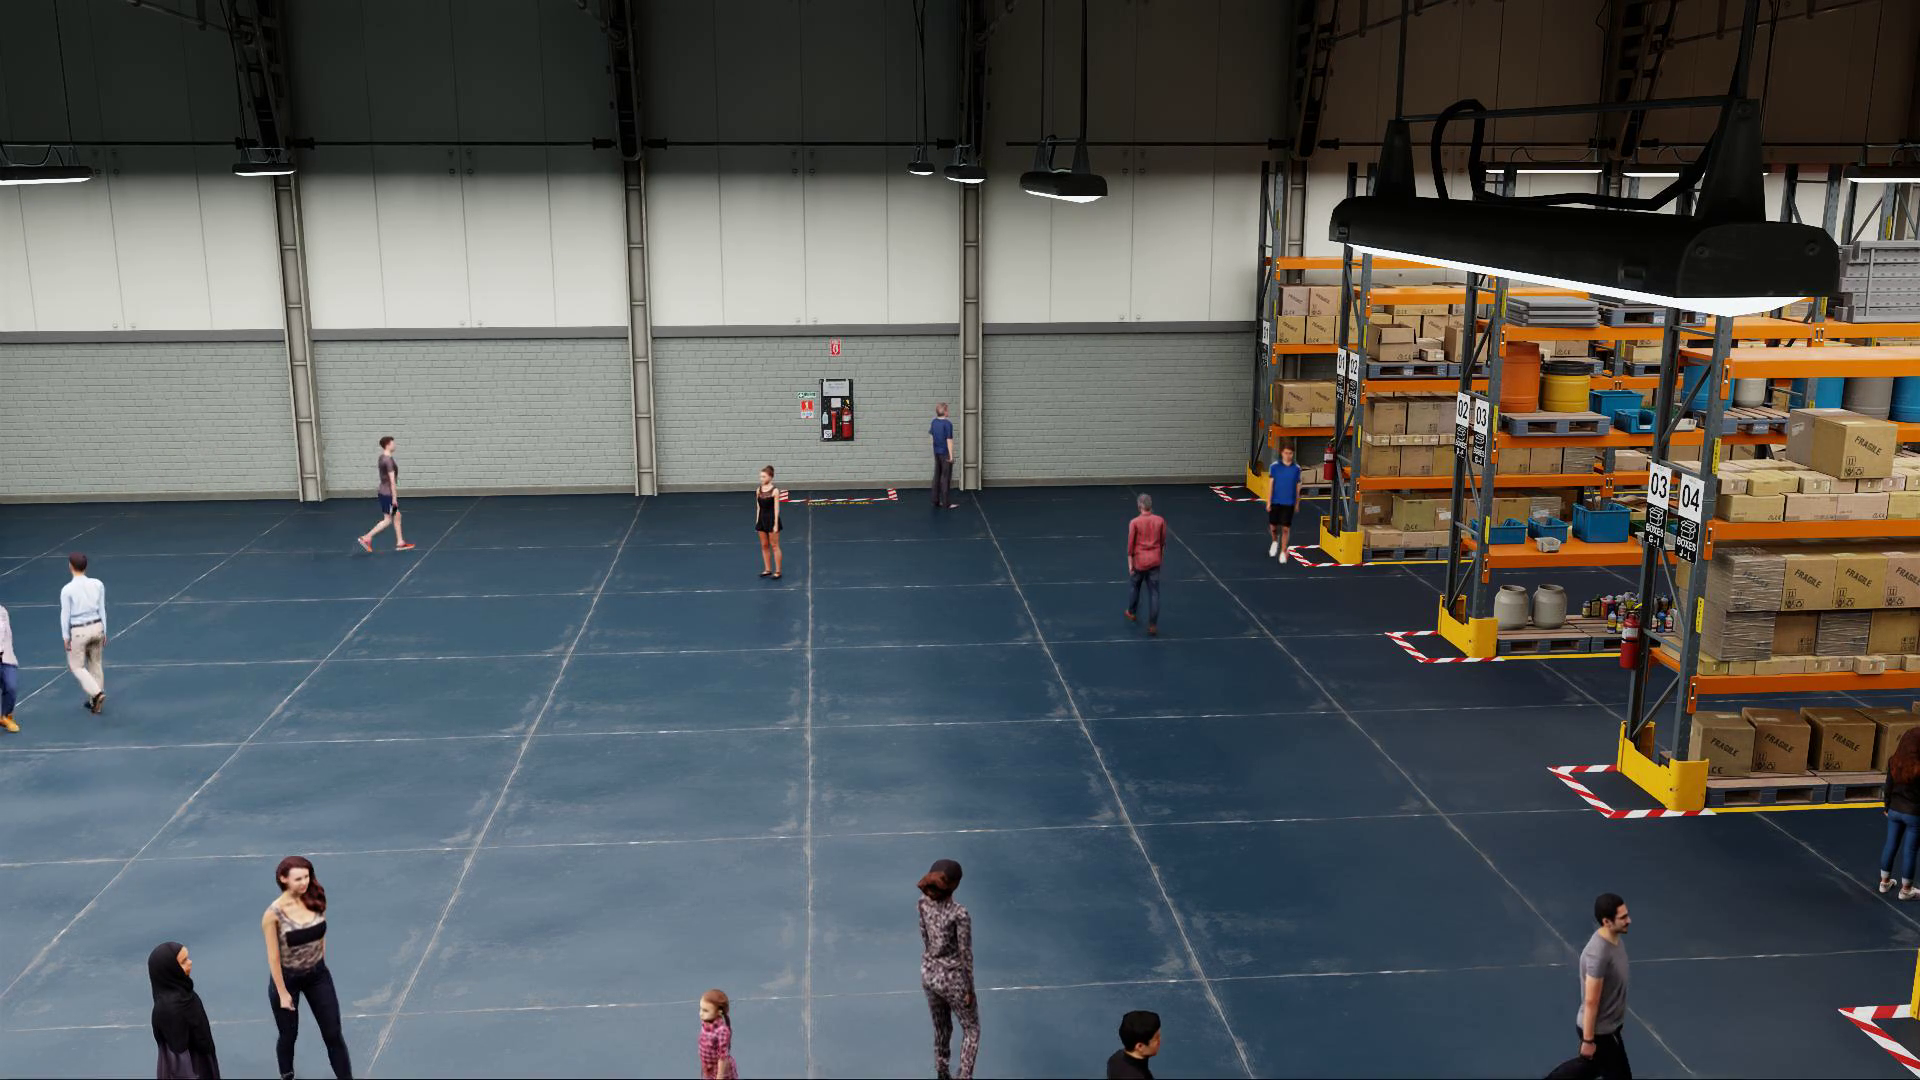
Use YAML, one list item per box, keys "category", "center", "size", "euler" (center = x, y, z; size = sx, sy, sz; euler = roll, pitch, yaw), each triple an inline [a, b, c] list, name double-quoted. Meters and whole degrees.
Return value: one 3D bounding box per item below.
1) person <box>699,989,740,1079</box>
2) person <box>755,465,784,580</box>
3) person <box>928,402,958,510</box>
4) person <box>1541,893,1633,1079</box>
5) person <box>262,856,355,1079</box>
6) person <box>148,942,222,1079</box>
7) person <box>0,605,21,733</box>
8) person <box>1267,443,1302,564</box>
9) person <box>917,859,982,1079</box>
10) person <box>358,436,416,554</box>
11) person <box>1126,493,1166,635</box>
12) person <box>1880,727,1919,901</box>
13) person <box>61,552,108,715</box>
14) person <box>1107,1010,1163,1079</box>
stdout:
- category: "person"
  center: [-1.493, 3.309, 10.524]
  size: [0.707, 1.012, 0.620]
  euler: [-11, 17, -40]
- category: "person"
  center: [-2.804, -0.268, 24.494]
  size: [0.673, 1.678, 0.743]
  euler: [9, 16, 35]
- category: "person"
  center: [-0.311, -1.503, 29.401]
  size: [0.731, 1.871, 0.768]
  euler: [13, 18, 43]
- category: "person"
  center: [3.891, 2.988, 10.310]
  size: [1.181, 1.734, 0.998]
  euler: [7, 15, 26]
- category: "person"
  center: [-4.344, 2.879, 10.793]
  size: [1.136, 1.729, 1.069]
  euler: [10, 17, 38]
- category: "person"
  center: [-4.619, 3.141, 9.913]
  size: [0.660, 1.615, 0.656]
  euler: [-4, 14, -19]
- category: "person"
  center: [-10.451, 1.251, 17.828]
  size: [0.867, 1.727, 0.817]
  euler: [10, 16, 36]
- category: "person"
  center: [4.948, -0.588, 25.485]
  size: [0.806, 1.854, 0.815]
  euler: [2, 13, 9]
- category: "person"
  center: [-0.126, 2.883, 10.816]
  size: [0.723, 1.711, 0.787]
  euler: [9, 16, 35]
- category: "person"
  center: [-9.019, -0.682, 25.958]
  size: [1.199, 1.824, 0.962]
  euler: [-7, 15, -29]
- category: "person"
  center: [2.452, 0.335, 21.640]
  size: [1.046, 1.792, 0.774]
  euler: [-1, 13, -6]
- category: "person"
  center: [7.941, 2.275, 13.944]
  size: [0.630, 1.483, 0.630]
  euler: [-7, 15, -28]
- category: "person"
  center: [-9.644, 1.059, 18.407]
  size: [1.043, 1.838, 0.966]
  euler: [10, 16, 36]
- category: "person"
  center: [0.867, 3.315, 8.948]
  size: [0.603, 1.711, 0.646]
  euler: [-1, 13, -5]
